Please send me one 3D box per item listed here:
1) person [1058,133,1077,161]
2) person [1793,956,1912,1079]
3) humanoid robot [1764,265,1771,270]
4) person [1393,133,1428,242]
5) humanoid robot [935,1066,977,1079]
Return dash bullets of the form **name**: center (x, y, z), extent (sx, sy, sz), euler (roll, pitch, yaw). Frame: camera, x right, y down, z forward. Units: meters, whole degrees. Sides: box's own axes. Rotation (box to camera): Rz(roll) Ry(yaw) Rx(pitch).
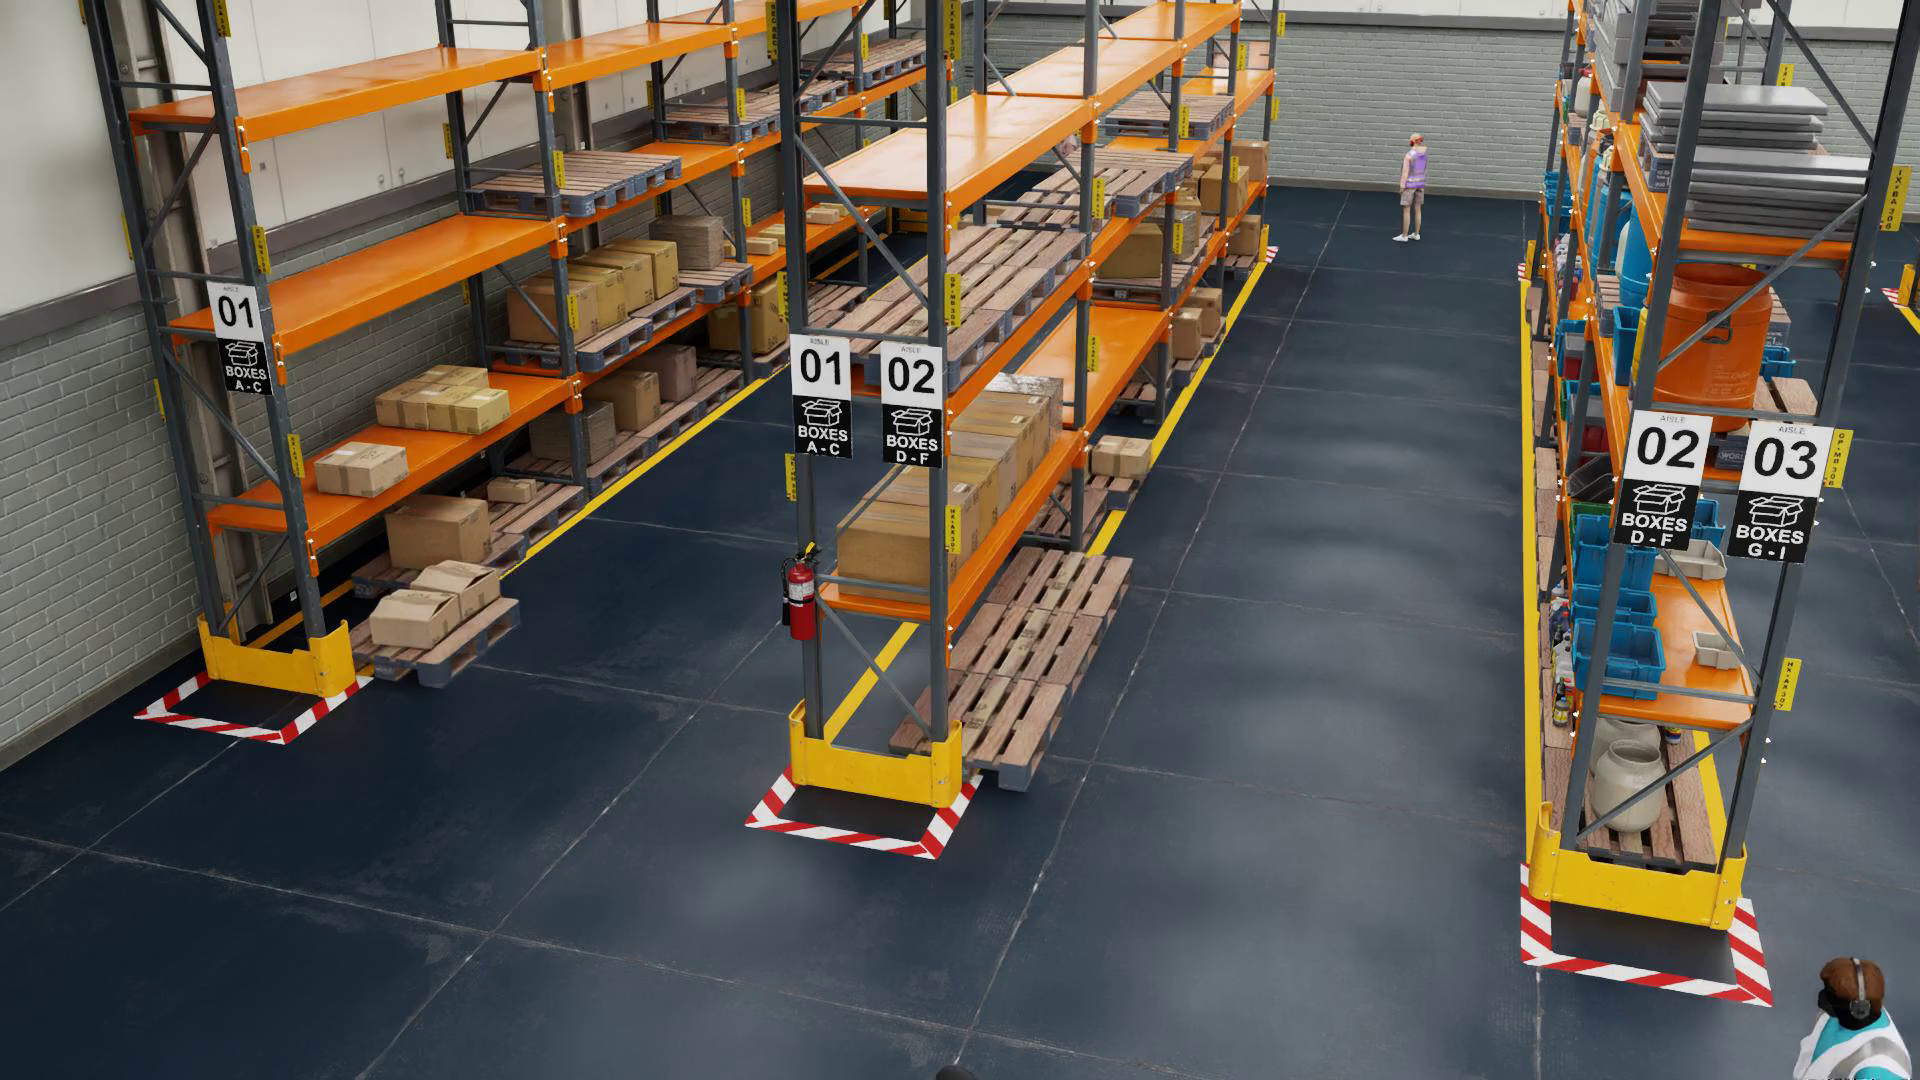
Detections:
- **person**: center (1.753, -5.960, 27.075), extent (0.336, 1.794, 0.507), euler (0, 23, -1)
- **person**: center (3.823, 2.598, 7.204), extent (0.481, 1.811, 0.642), euler (5, 24, 11)
- **humanoid robot**: center (11.755, -4.712, 24.334), extent (0.607, 1.644, 0.517), euler (-18, 29, -36)
- **person**: center (7.148, -5.563, 26.284), extent (0.489, 1.688, 0.352), euler (-13, 27, -28)
- **humanoid robot**: center (-0.085, 2.819, 6.865), extent (0.403, 1.640, 0.610), euler (14, 27, 29)
